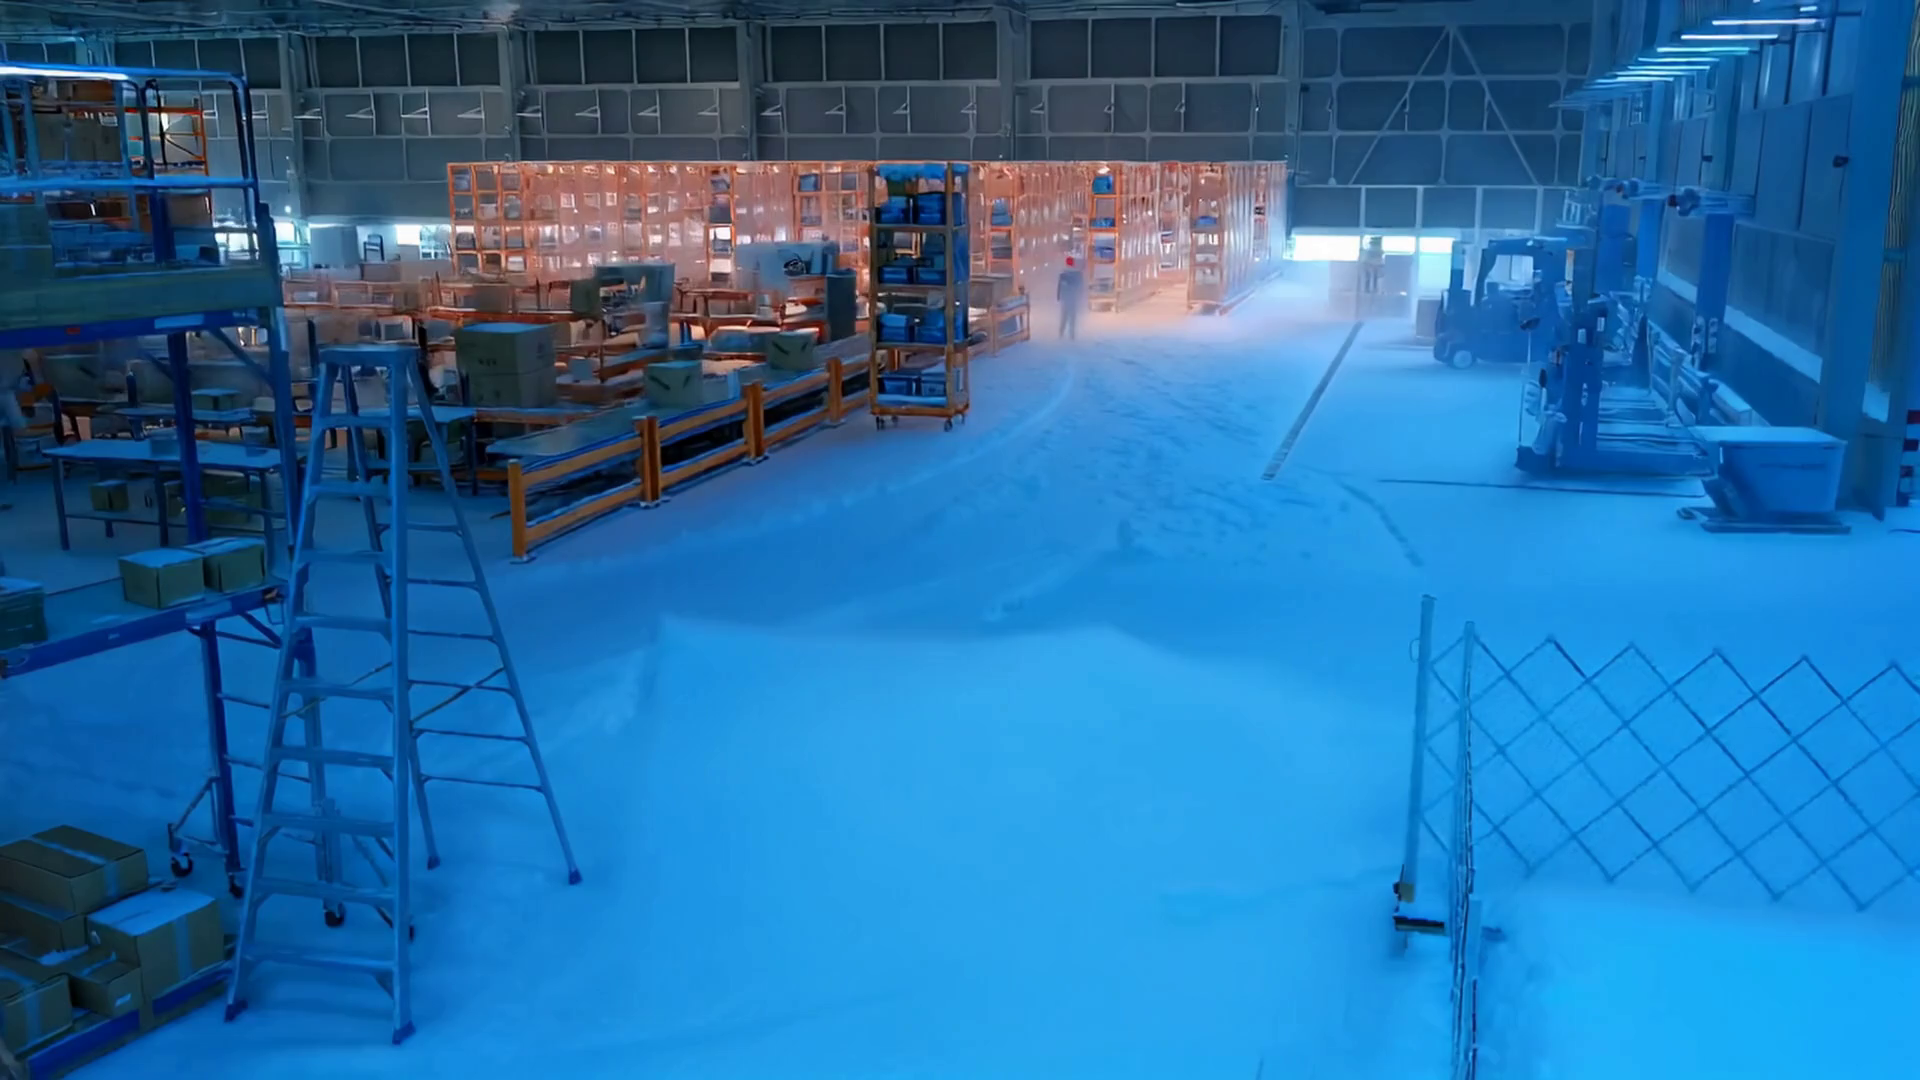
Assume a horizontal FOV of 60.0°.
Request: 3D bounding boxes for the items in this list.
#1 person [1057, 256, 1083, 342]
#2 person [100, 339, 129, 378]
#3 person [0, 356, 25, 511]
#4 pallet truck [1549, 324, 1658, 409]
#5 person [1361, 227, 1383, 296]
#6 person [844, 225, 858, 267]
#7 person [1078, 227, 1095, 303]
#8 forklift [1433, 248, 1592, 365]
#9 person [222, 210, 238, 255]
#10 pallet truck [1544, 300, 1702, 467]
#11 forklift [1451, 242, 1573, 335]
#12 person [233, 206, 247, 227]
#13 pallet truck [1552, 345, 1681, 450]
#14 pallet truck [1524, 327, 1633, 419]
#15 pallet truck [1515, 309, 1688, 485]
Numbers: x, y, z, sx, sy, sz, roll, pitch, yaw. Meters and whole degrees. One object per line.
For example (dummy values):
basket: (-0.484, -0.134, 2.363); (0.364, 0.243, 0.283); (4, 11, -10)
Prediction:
person: (2.248, -4.894, 33.872); (0.523, 1.755, 0.376); (-3, 13, -11)
person: (-14.538, -3.693, 28.387); (0.433, 1.887, 0.671); (-4, 14, -17)
person: (-10.410, -1.325, 17.896); (0.925, 2.004, 0.607); (6, 14, 25)
pallet truck: (9.824, -2.669, 25.407); (1.601, 1.201, 0.680); (4, 14, 16)
person: (11.163, -7.541, 45.099); (0.563, 1.847, 0.389); (-2, 13, -9)
person: (-3.137, -8.602, 49.788); (0.681, 1.795, 0.444); (-8, 15, -31)
person: (3.358, -7.146, 43.153); (0.606, 1.963, 0.943); (3, 13, 13)
forklift: (9.780, -4.111, 29.280); (2.680, 1.987, 1.157); (3, 13, 14)
person: (-27.878, -11.723, 63.460); (0.914, 1.707, 0.543); (3, 13, 11)
pallet truck: (8.263, -1.952, 20.631); (1.885, 1.965, 0.823); (5, 14, 20)
forklift: (10.464, -4.597, 31.405); (2.680, 1.987, 1.157); (4, 14, 16)
person: (-29.219, -12.716, 67.675); (0.454, 1.737, 0.588); (10, 17, 38)
pallet truck: (8.641, -1.896, 21.908); (1.630, 1.274, 0.653); (4, 14, 16)
pallet truck: (9.065, -2.460, 24.370); (1.522, 1.261, 0.704); (3, 13, 14)
pallet truck: (7.554, -1.677, 19.446); (1.885, 1.965, 0.823); (3, 13, 14)
